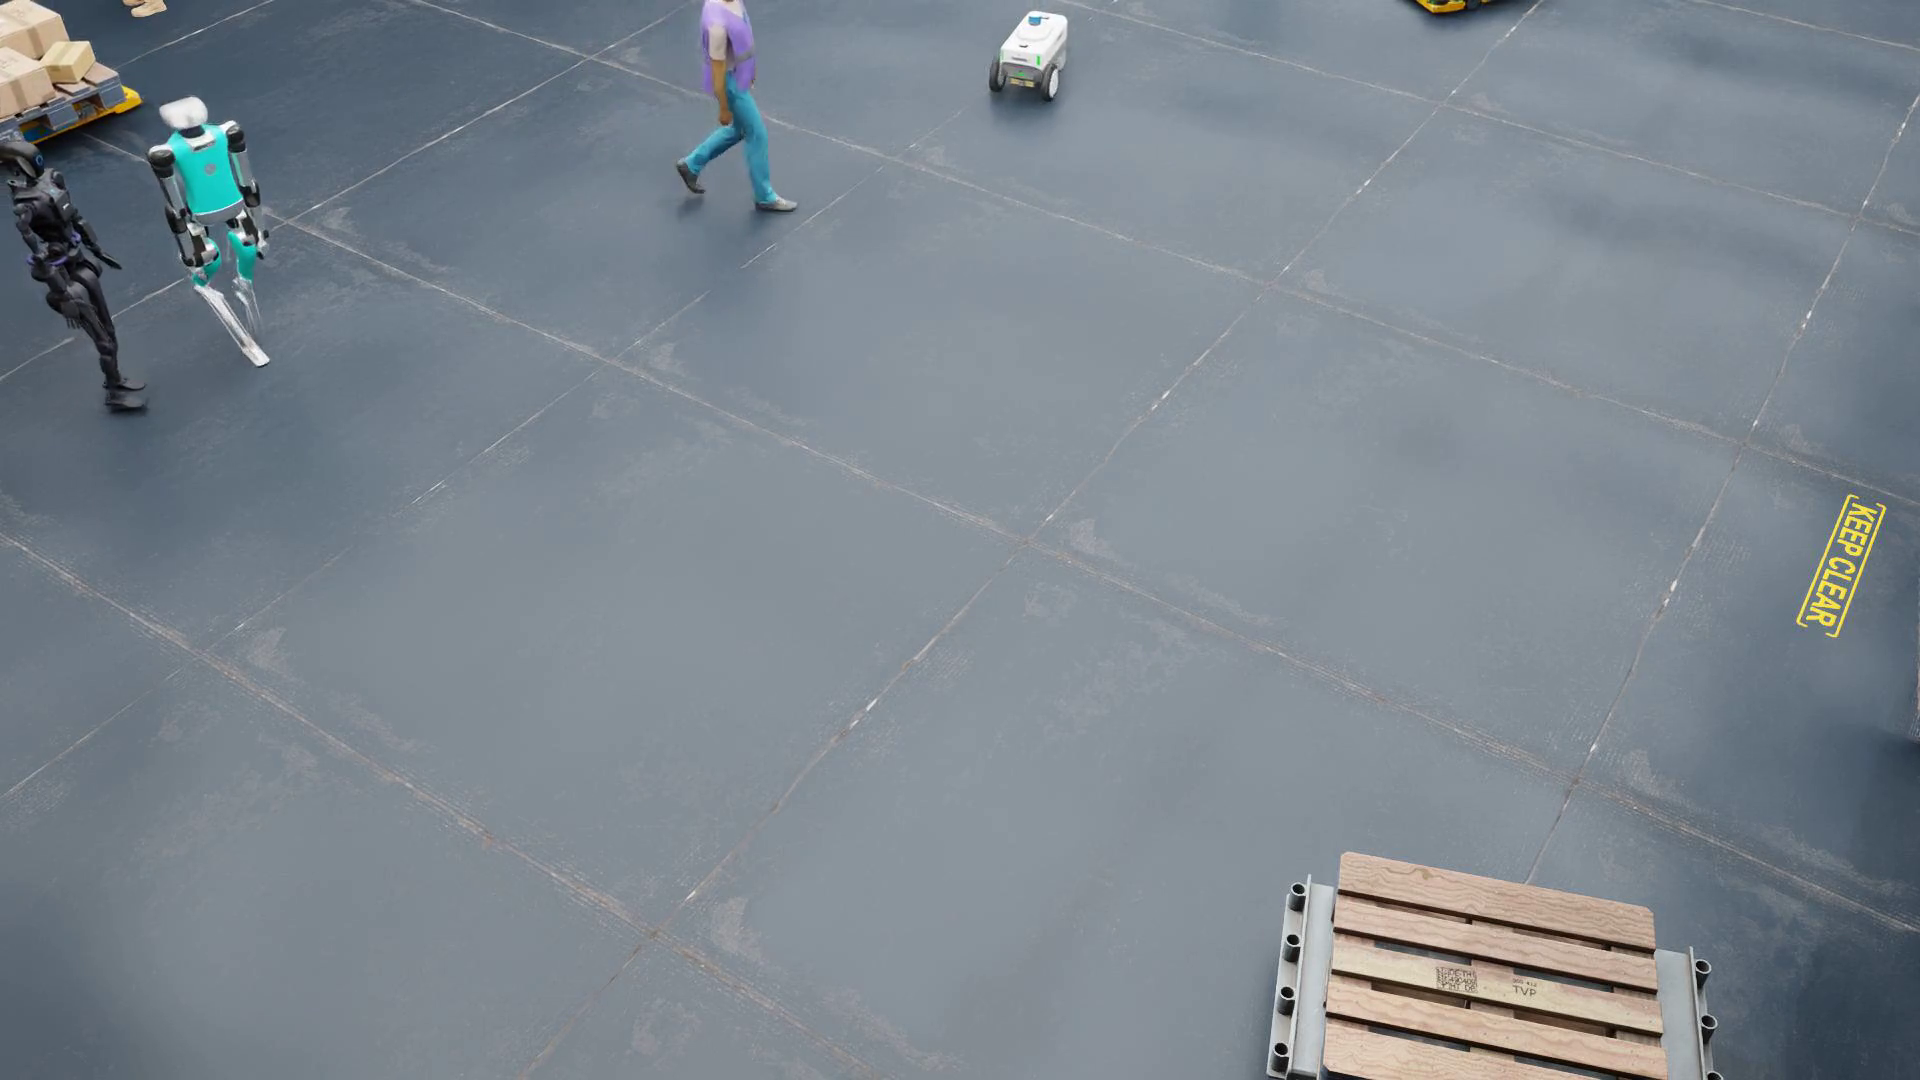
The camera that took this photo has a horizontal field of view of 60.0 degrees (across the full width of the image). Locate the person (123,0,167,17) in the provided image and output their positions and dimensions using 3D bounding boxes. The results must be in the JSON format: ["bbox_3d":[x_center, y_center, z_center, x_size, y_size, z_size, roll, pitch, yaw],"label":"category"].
[{"bbox_3d":[-6.816,-5.106,13.382,0.320,1.748,0.483,-22,46,-22],"label":"person"}]

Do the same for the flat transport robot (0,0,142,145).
[{"bbox_3d":[-6.889,-3.124,12.276,0.659,0.231,1.431,27,48,27],"label":"flat transport robot"}]

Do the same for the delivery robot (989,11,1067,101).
[{"bbox_3d":[0.558,-3.732,12.755,0.499,0.614,0.802,14,44,15],"label":"delivery robot"}]

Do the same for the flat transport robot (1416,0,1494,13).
[{"bbox_3d":[4.472,-4.781,14.130,1.431,0.231,0.659,-14,44,-15],"label":"flat transport robot"}]

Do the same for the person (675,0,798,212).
[{"bbox_3d":[-1.542,-3.006,10.980,0.766,1.816,0.570,-1,42,-1],"label":"person"}]

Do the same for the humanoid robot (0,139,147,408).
[{"bbox_3d":[-5.009,-1.522,9.422,0.346,1.657,0.603,0,42,0],"label":"humanoid robot"}]

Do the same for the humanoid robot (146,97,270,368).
[{"bbox_3d":[-4.356,-1.752,9.720,0.531,1.890,0.690,-33,51,-31],"label":"humanoid robot"}]
